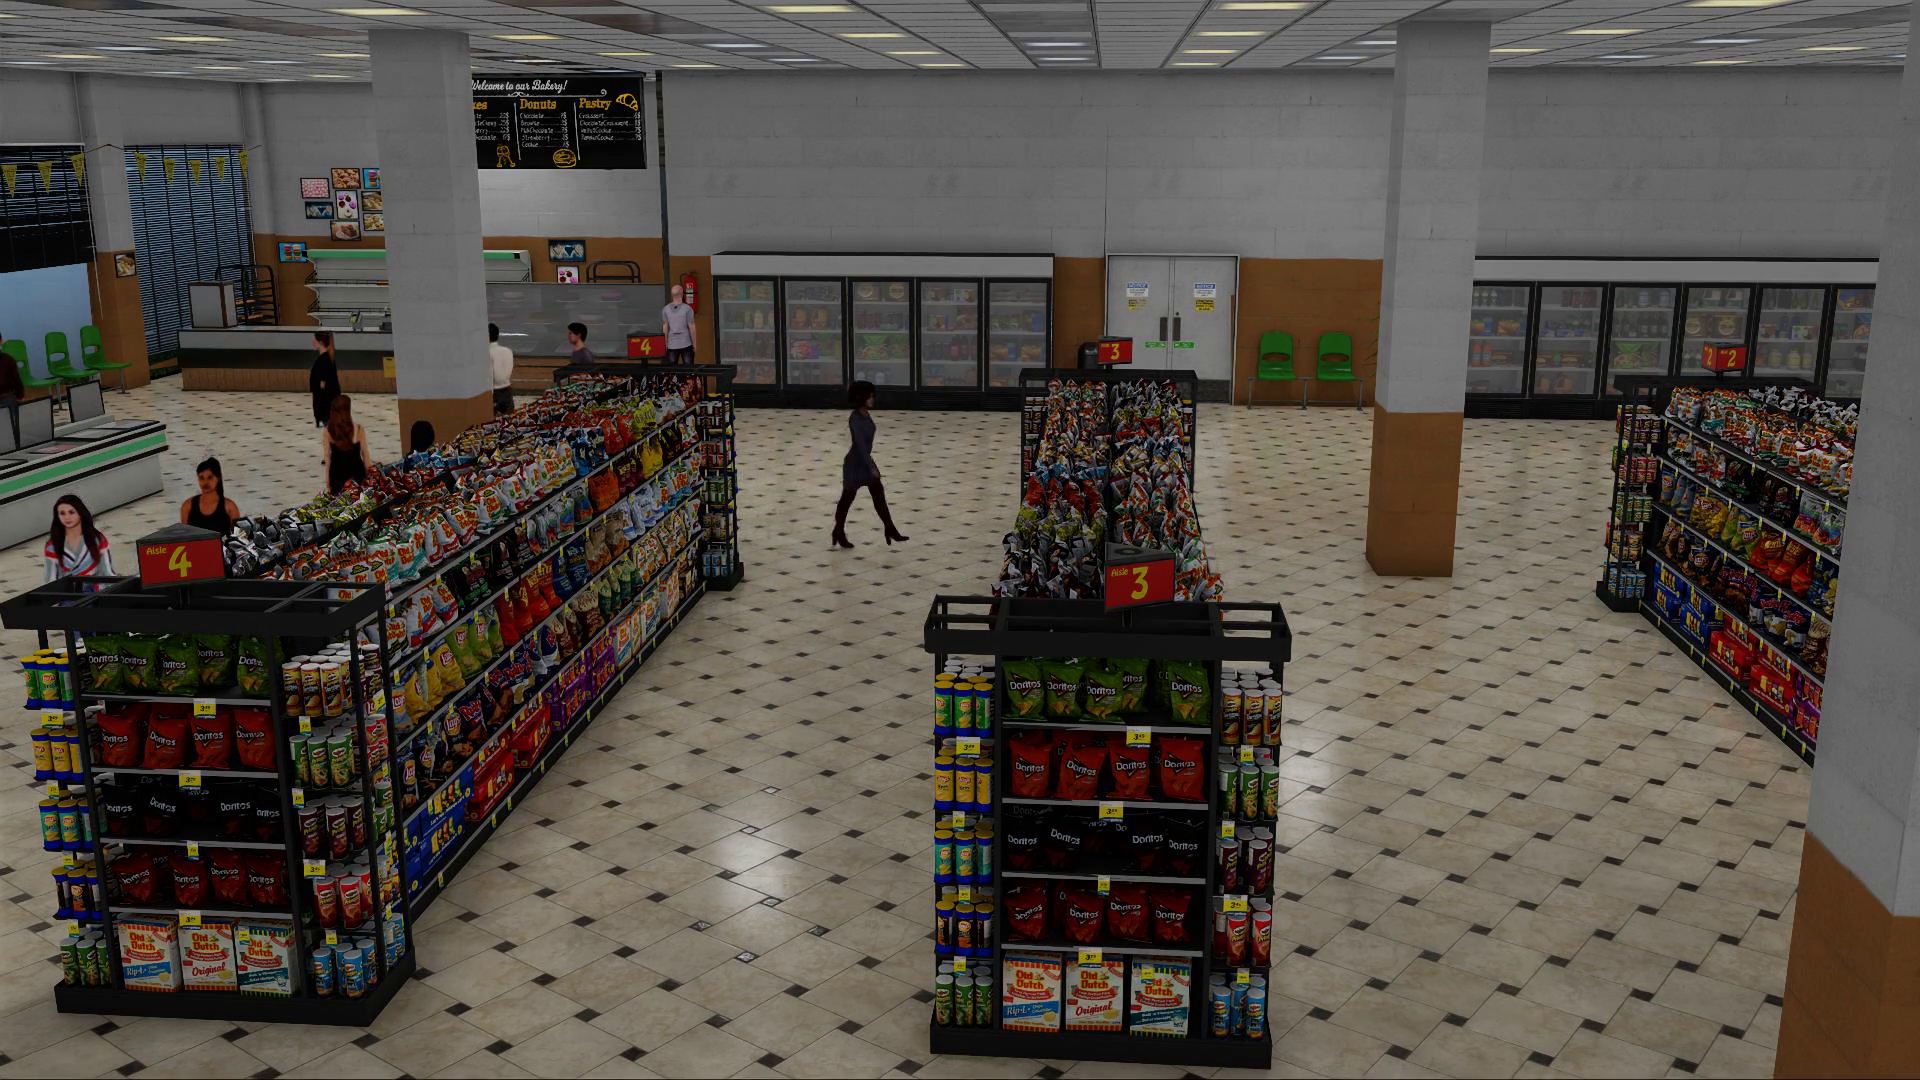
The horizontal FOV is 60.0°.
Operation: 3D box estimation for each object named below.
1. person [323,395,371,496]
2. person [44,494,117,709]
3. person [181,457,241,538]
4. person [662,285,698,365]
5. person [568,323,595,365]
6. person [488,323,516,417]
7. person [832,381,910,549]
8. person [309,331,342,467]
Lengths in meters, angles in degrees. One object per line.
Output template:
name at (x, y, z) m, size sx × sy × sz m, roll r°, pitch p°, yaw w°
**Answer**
person at (-5.888, -0.572, 15.984) m, size 0.769 × 1.610 × 0.932 m, roll -5°, pitch 14°, yaw -18°
person at (-6.185, 0.449, 11.786) m, size 0.716 × 1.605 × 0.740 m, roll -6°, pitch 15°, yaw -22°
person at (-5.719, 0.184, 12.783) m, size 0.735 × 1.652 × 0.868 m, roll -3°, pitch 14°, yaw -13°
person at (-4.282, -2.983, 25.442) m, size 0.667 × 1.838 × 0.583 m, roll 2°, pitch 14°, yaw 8°
person at (-4.561, -1.706, 20.150) m, size 0.803 × 1.851 × 0.689 m, roll -8°, pitch 16°, yaw -30°
person at (-5.601, -1.738, 20.467) m, size 1.082 × 1.764 × 1.221 m, roll 8°, pitch 16°, yaw 30°
person at (-1.084, -0.718, 16.438) m, size 0.785 × 1.681 × 0.990 m, roll 3°, pitch 14°, yaw 14°
person at (-7.885, -1.770, 20.768) m, size 0.721 × 1.684 × 0.543 m, roll -1°, pitch 14°, yaw -4°
